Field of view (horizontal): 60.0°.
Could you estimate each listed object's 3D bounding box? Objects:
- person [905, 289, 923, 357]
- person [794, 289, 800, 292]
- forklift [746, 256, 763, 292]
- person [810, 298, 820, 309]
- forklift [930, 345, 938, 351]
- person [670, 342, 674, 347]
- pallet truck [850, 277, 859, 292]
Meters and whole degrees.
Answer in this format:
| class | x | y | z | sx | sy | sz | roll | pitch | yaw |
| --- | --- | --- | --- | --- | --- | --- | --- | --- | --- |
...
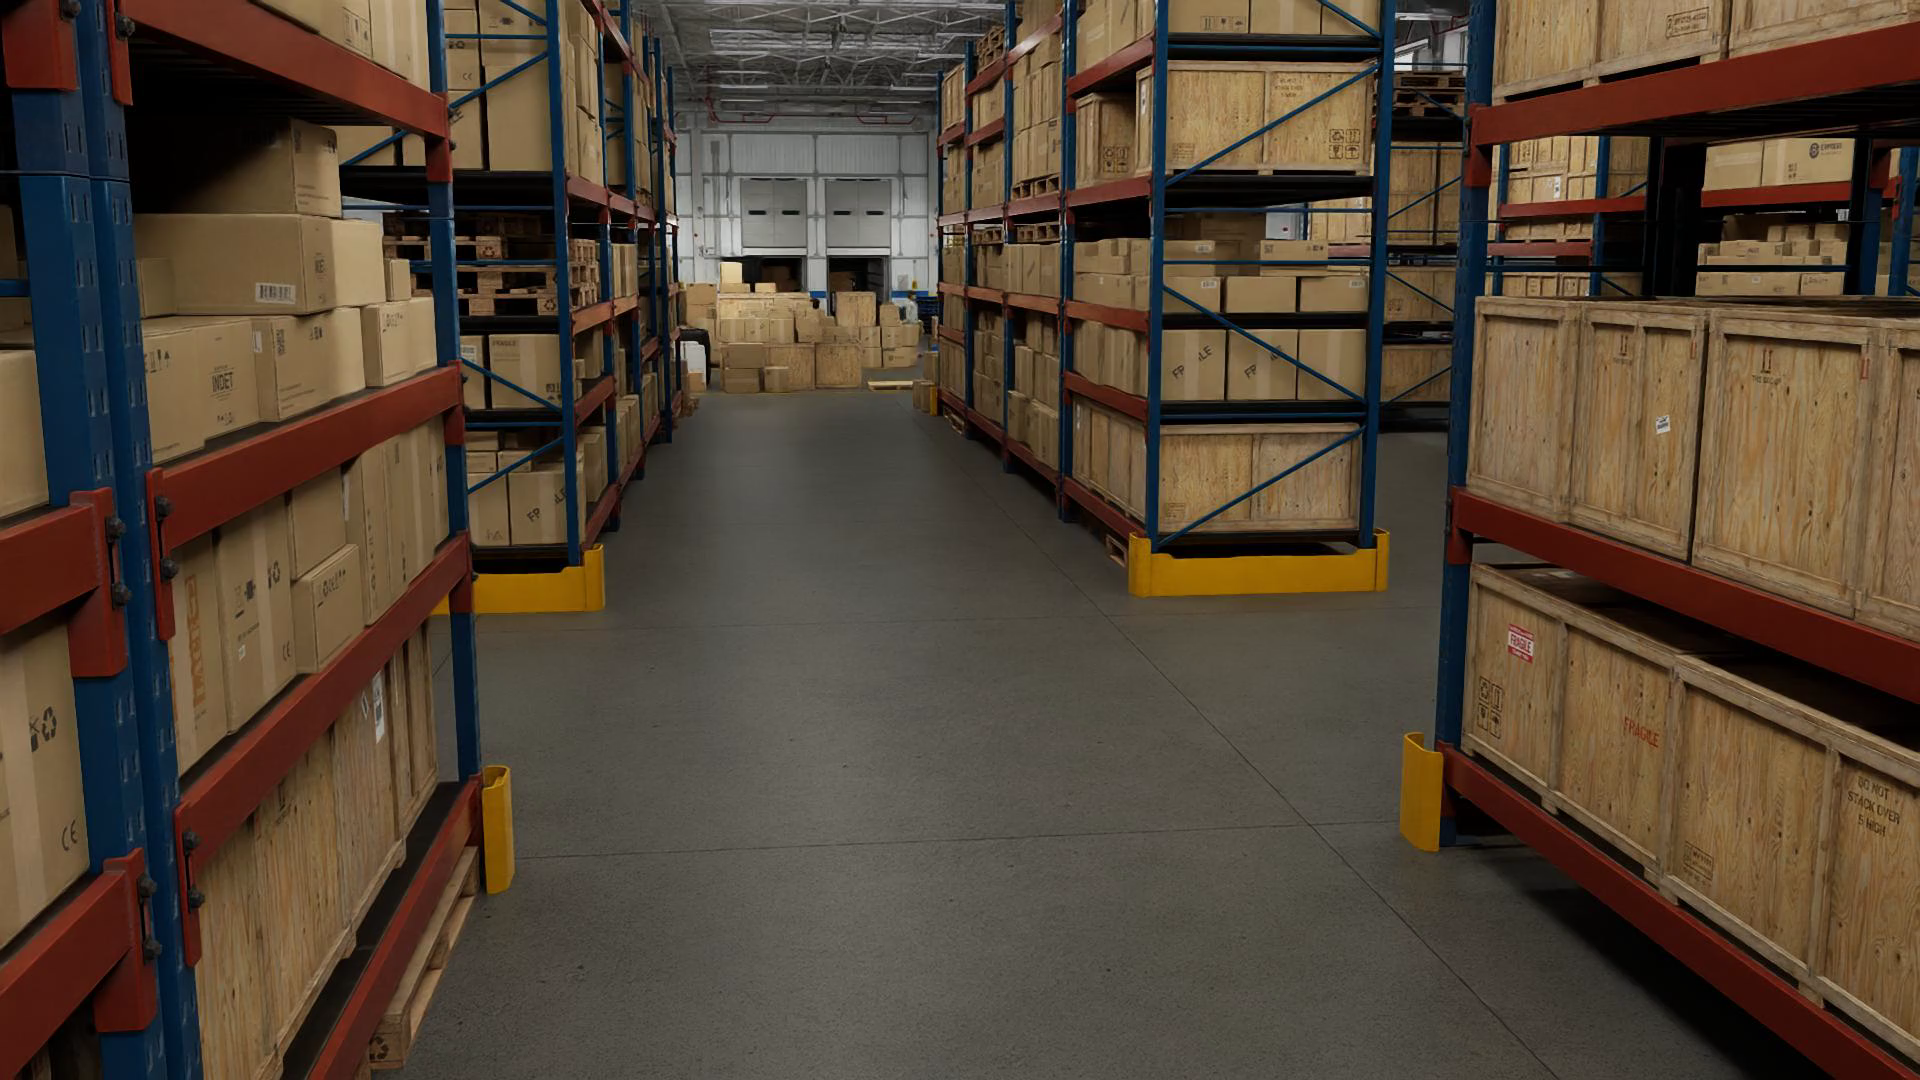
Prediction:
| class | x | y | z | sx | sy | sz | roll | pitch | yaw |
| --- | --- | --- | --- | --- | --- | --- | --- | --- | --- |
| person | -1.291 | -6.123 | 47.009 | 0.485 | 1.918 | 0.657 | 3 | 10 | 19 |
| person | -5.766 | -7.978 | 58.475 | 0.538 | 1.689 | 0.446 | 8 | 12 | 38 |
| forklift | -7.237 | -8.630 | 58.809 | 1.873 | 2.768 | 1.129 | -4 | 11 | -24 |
| person | -3.560 | -5.008 | 40.768 | 0.428 | 1.838 | 0.628 | -5 | 11 | -29 |
| forklift | 0.327 | -4.295 | 33.572 | 1.129 | 2.768 | 1.873 | 7 | 12 | 37 |
| person | -5.792 | -3.735 | 32.913 | 0.437 | 1.978 | 0.657 | -3 | 10 | -17 |
| pallet truck | -3.782 | -9.391 | 65.808 | 1.885 | 1.965 | 0.823 | 2 | 10 | 10 |
